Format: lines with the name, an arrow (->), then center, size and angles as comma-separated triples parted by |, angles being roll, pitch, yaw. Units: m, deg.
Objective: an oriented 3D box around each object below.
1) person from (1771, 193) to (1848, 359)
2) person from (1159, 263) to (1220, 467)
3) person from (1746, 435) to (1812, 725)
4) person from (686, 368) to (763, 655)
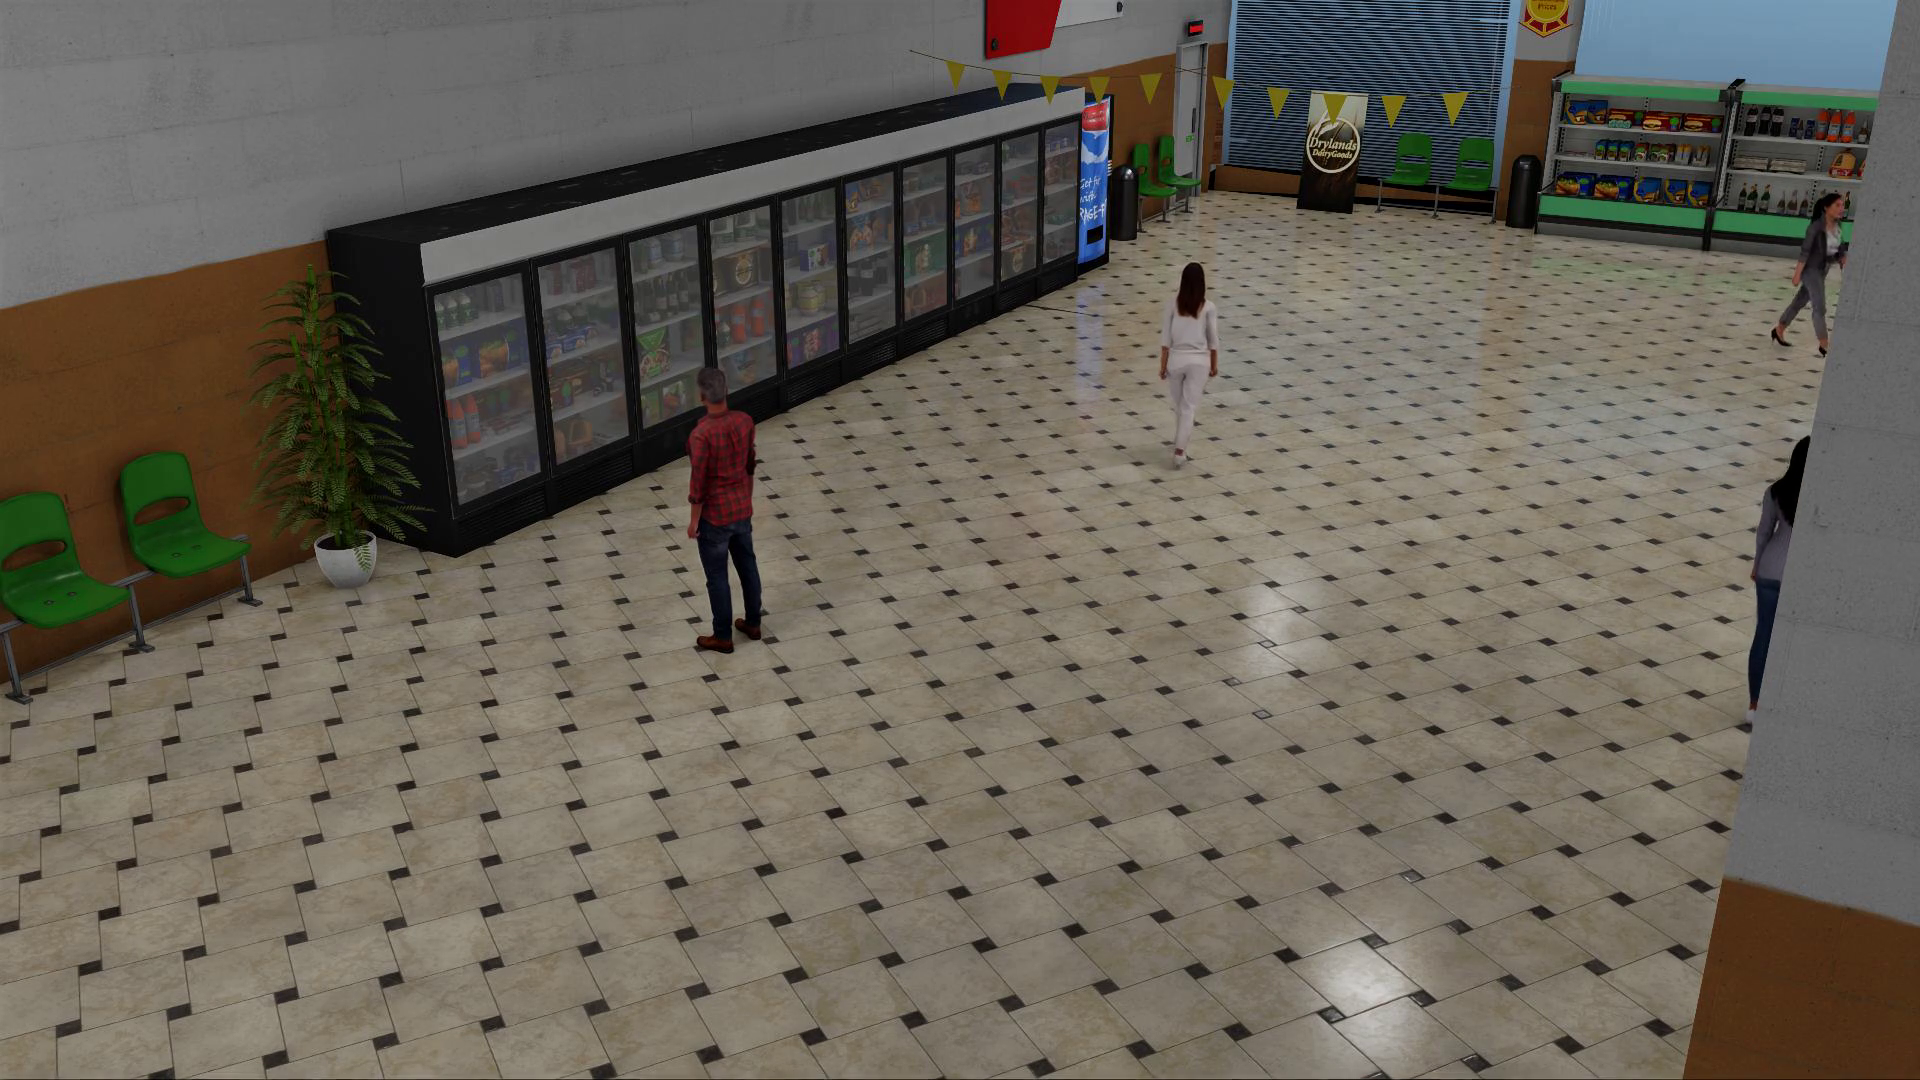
person -> 8.633, -2.694, 16.949 | 0.950, 1.619, 1.179 | -14, 26, -30
person -> 1.872, -1.419, 13.736 | 1.033, 1.649, 0.818 | 7, 23, 17
person -> 4.693, 0.263, 9.463 | 0.863, 1.714, 0.797 | 18, 28, 37
person -> -1.478, -0.155, 10.455 | 0.617, 1.749, 0.727 | 18, 28, 38
